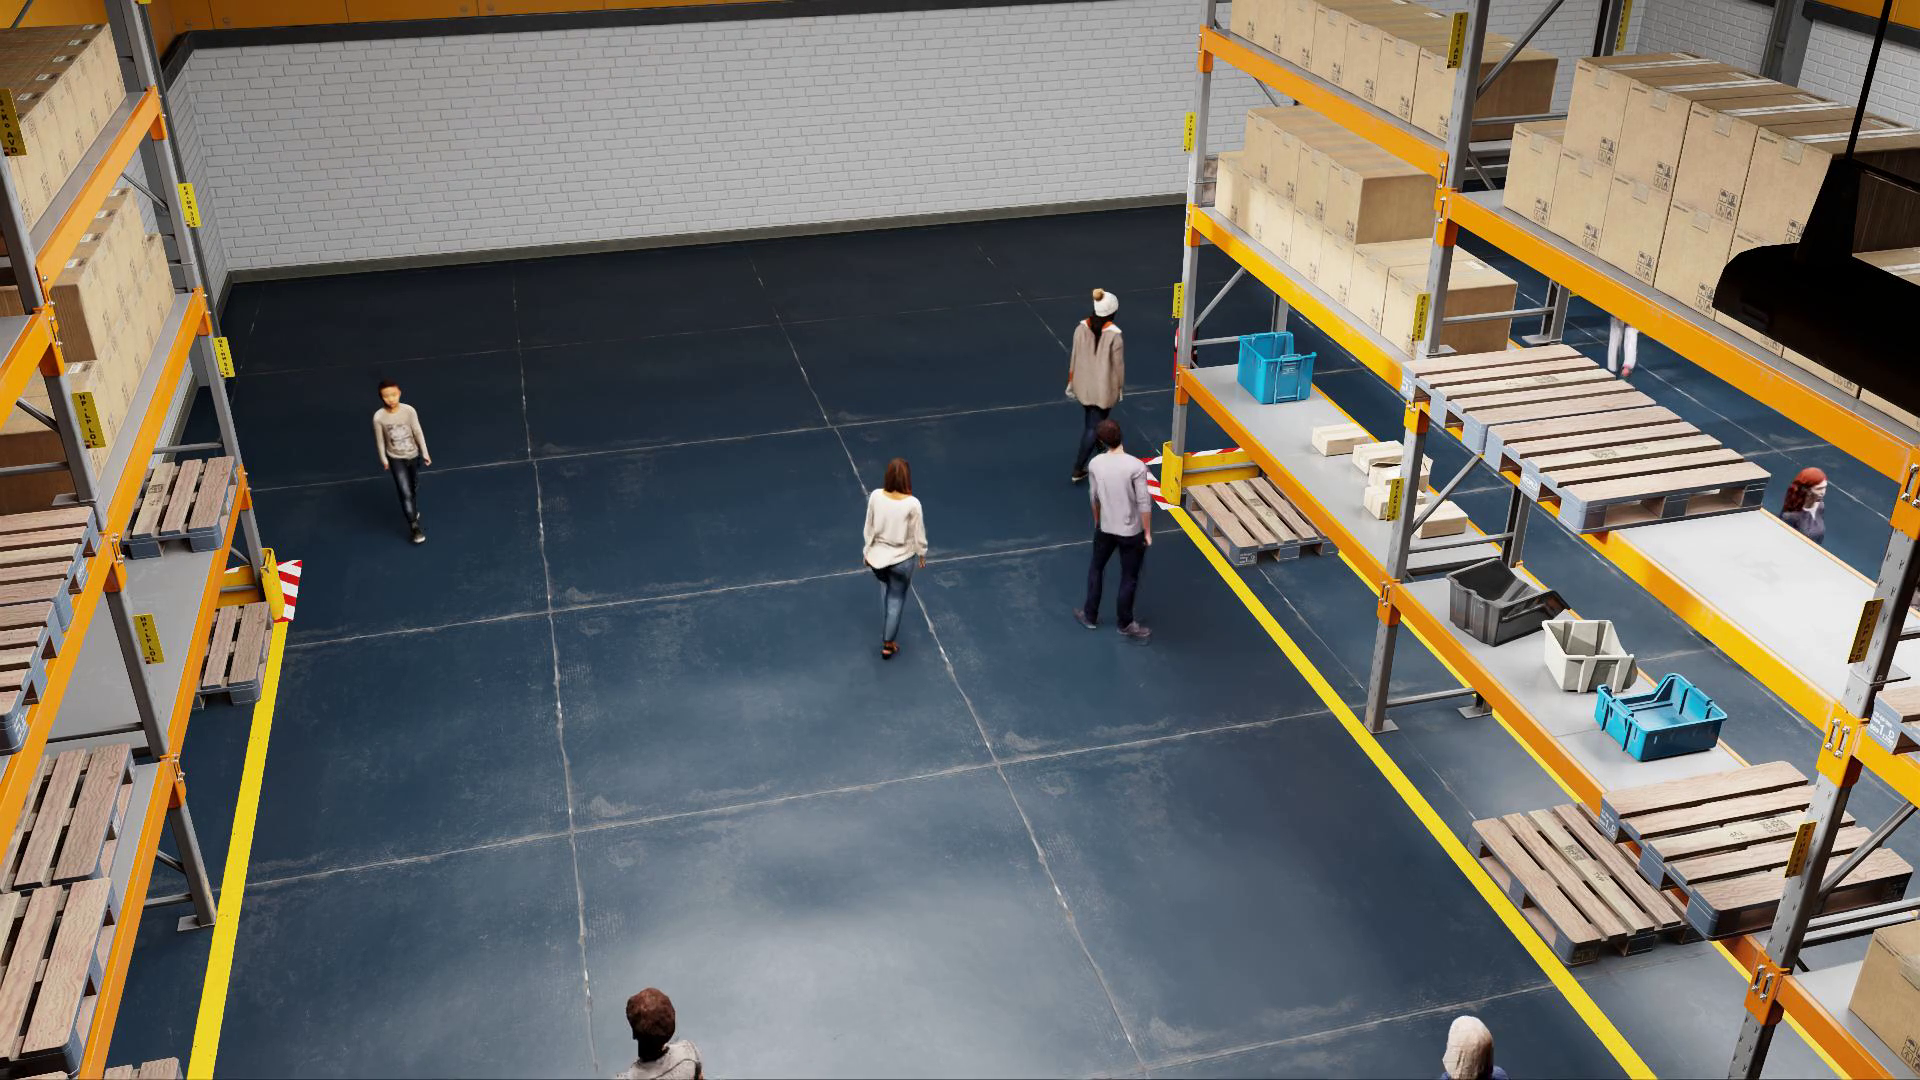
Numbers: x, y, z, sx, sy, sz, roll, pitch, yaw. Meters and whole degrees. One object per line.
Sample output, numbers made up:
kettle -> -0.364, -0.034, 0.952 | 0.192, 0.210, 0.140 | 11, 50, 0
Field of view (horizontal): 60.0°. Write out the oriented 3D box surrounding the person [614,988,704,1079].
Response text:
person -> -1.315, 2.892, 7.653 | 0.829, 1.871, 0.893 | -22, 35, -34

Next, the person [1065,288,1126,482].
person -> 1.232, -1.427, 15.603 | 1.212, 1.841, 1.203 | 19, 34, 31

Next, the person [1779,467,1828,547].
person -> 6.234, 0.230, 12.653 | 0.740, 1.756, 1.038 | -14, 32, -24

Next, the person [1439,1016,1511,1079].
person -> 2.321, 2.941, 7.709 | 0.731, 1.732, 0.949 | -12, 31, -20

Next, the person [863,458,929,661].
person -> -0.564, 0.183, 12.838 | 0.793, 1.662, 0.843 | 10, 30, 17

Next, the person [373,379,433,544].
person -> -4.964, -0.770, 14.813 | 0.761, 1.444, 1.052 | -17, 33, -28

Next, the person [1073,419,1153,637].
person -> 1.290, -0.061, 13.136 | 0.921, 1.805, 0.809 | -22, 35, -34
